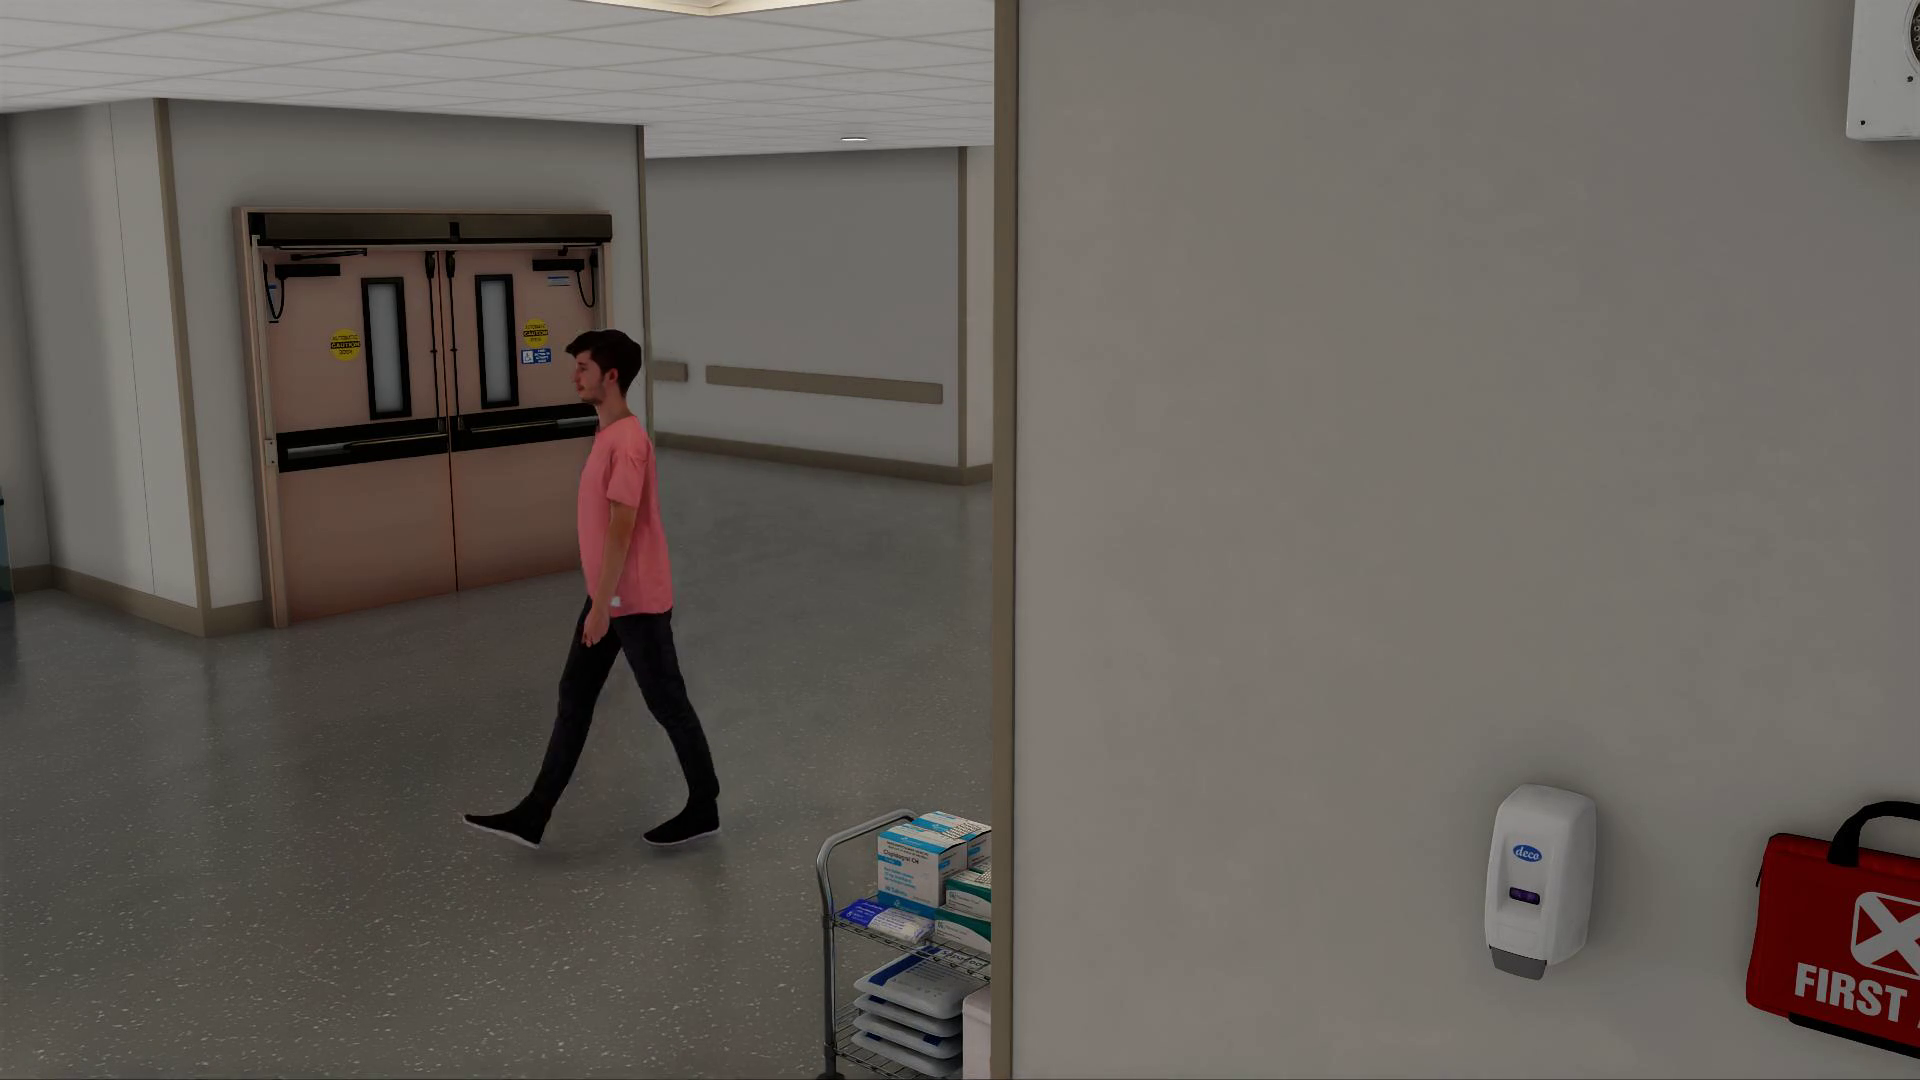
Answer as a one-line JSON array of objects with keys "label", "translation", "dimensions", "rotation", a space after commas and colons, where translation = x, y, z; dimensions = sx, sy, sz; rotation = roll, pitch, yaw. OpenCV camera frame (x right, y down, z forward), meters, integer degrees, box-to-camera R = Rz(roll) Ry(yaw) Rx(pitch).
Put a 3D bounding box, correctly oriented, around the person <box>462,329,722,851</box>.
[{"label": "person", "translation": [-1.112, 0.227, 6.078], "dimensions": [1.257, 1.915, 0.965], "rotation": [-5, 12, -26]}]
